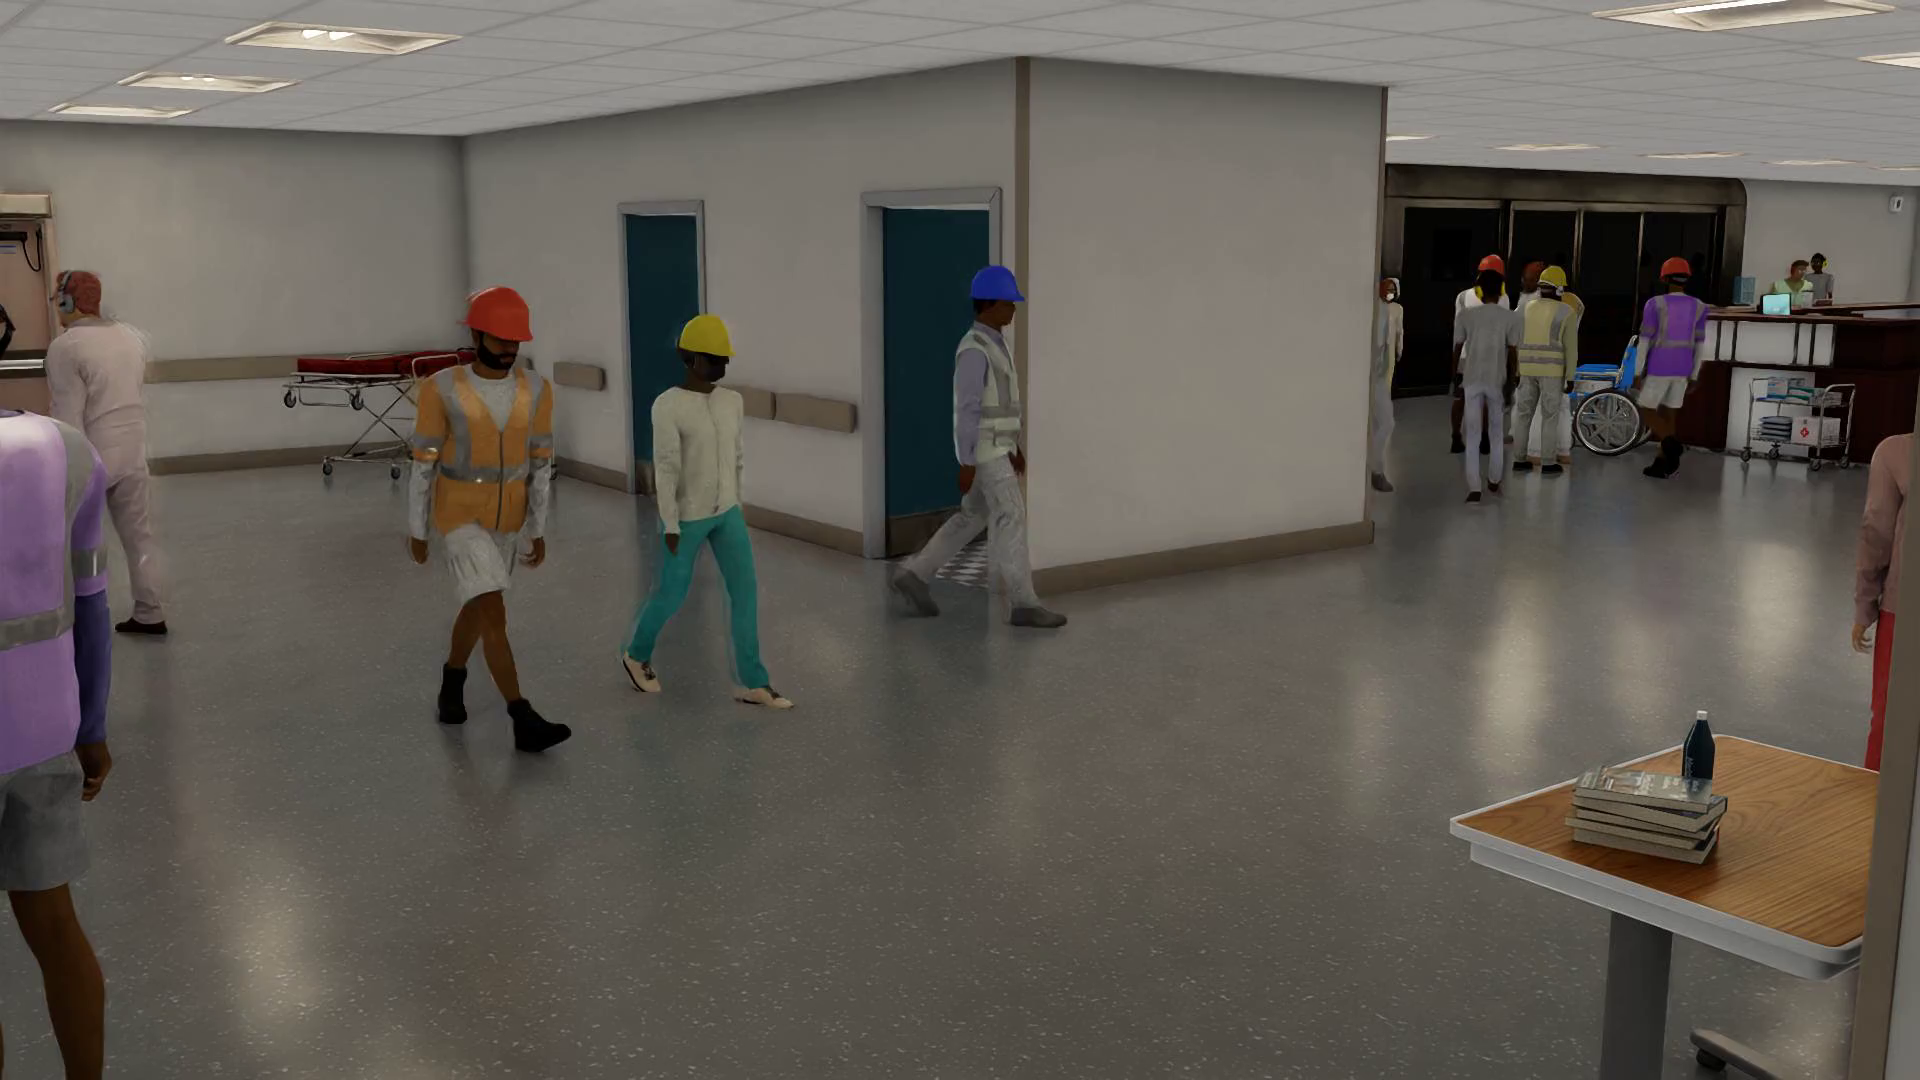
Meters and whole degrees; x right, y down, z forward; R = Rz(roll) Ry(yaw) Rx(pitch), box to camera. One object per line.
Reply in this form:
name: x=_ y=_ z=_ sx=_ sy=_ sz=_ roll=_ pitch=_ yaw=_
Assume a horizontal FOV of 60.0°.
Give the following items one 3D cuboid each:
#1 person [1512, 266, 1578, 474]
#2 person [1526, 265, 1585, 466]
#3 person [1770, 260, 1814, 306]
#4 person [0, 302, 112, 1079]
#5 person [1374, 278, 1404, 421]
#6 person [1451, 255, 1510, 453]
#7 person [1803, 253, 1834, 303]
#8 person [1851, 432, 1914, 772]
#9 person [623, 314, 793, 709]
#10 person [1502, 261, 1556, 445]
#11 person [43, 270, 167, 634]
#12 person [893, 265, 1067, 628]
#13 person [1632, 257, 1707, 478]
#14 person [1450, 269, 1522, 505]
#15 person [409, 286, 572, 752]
person: x=5.148 y=-1.488 z=14.641 sx=0.403 sy=1.828 sz=0.596 roll=-10 pitch=14 yaw=-44
person: x=5.386 y=-1.592 z=15.213 sx=0.626 sy=1.832 sz=0.432 roll=-4 pitch=11 yaw=-20
person: x=11.497 y=-3.022 z=23.316 sx=0.672 sy=1.796 sz=0.718 roll=0 pitch=10 yaw=-1
person: x=-2.039 y=0.410 z=3.439 sx=0.407 sy=2.029 sz=0.612 roll=4 pitch=11 yaw=19
person: x=4.817 y=-2.160 z=18.961 sx=0.504 sy=1.627 sz=0.285 roll=-3 pitch=10 yaw=-14
person: x=5.018 y=-1.777 z=16.031 sx=0.545 sy=1.911 sz=0.512 roll=9 pitch=14 yaw=43
person: x=13.301 y=-3.524 z=25.906 sx=0.329 sy=1.873 sz=0.516 roll=-8 pitch=13 yaw=-38
person: x=3.026 y=0.241 z=5.104 sx=0.524 sy=1.769 sz=0.308 roll=7 pitch=12 yaw=33
person: x=-1.167 y=-0.130 z=7.310 sx=0.866 sy=1.730 sz=0.526 roll=8 pitch=13 yaw=39
person: x=5.651 y=-1.823 z=16.443 sx=0.457 sy=1.852 sz=0.649 roll=0 pitch=10 yaw=2
person: x=-4.455 y=-0.425 z=8.517 sx=0.689 sy=1.886 sz=0.657 roll=3 pitch=11 yaw=16
person: x=0.077 y=-0.491 z=8.802 sx=0.927 sy=1.919 sz=0.602 roll=2 pitch=10 yaw=9
person: x=6.073 y=-1.443 z=14.152 sx=0.591 sy=1.904 sz=0.697 roll=-1 pitch=10 yaw=-6
person: x=4.133 y=-1.213 z=13.115 sx=0.494 sy=1.814 sz=0.940 roll=2 pitch=10 yaw=14
person: x=-1.945 y=-0.094 z=6.771 sx=0.540 sy=1.865 sz=1.023 roll=-9 pitch=14 yaw=-43
